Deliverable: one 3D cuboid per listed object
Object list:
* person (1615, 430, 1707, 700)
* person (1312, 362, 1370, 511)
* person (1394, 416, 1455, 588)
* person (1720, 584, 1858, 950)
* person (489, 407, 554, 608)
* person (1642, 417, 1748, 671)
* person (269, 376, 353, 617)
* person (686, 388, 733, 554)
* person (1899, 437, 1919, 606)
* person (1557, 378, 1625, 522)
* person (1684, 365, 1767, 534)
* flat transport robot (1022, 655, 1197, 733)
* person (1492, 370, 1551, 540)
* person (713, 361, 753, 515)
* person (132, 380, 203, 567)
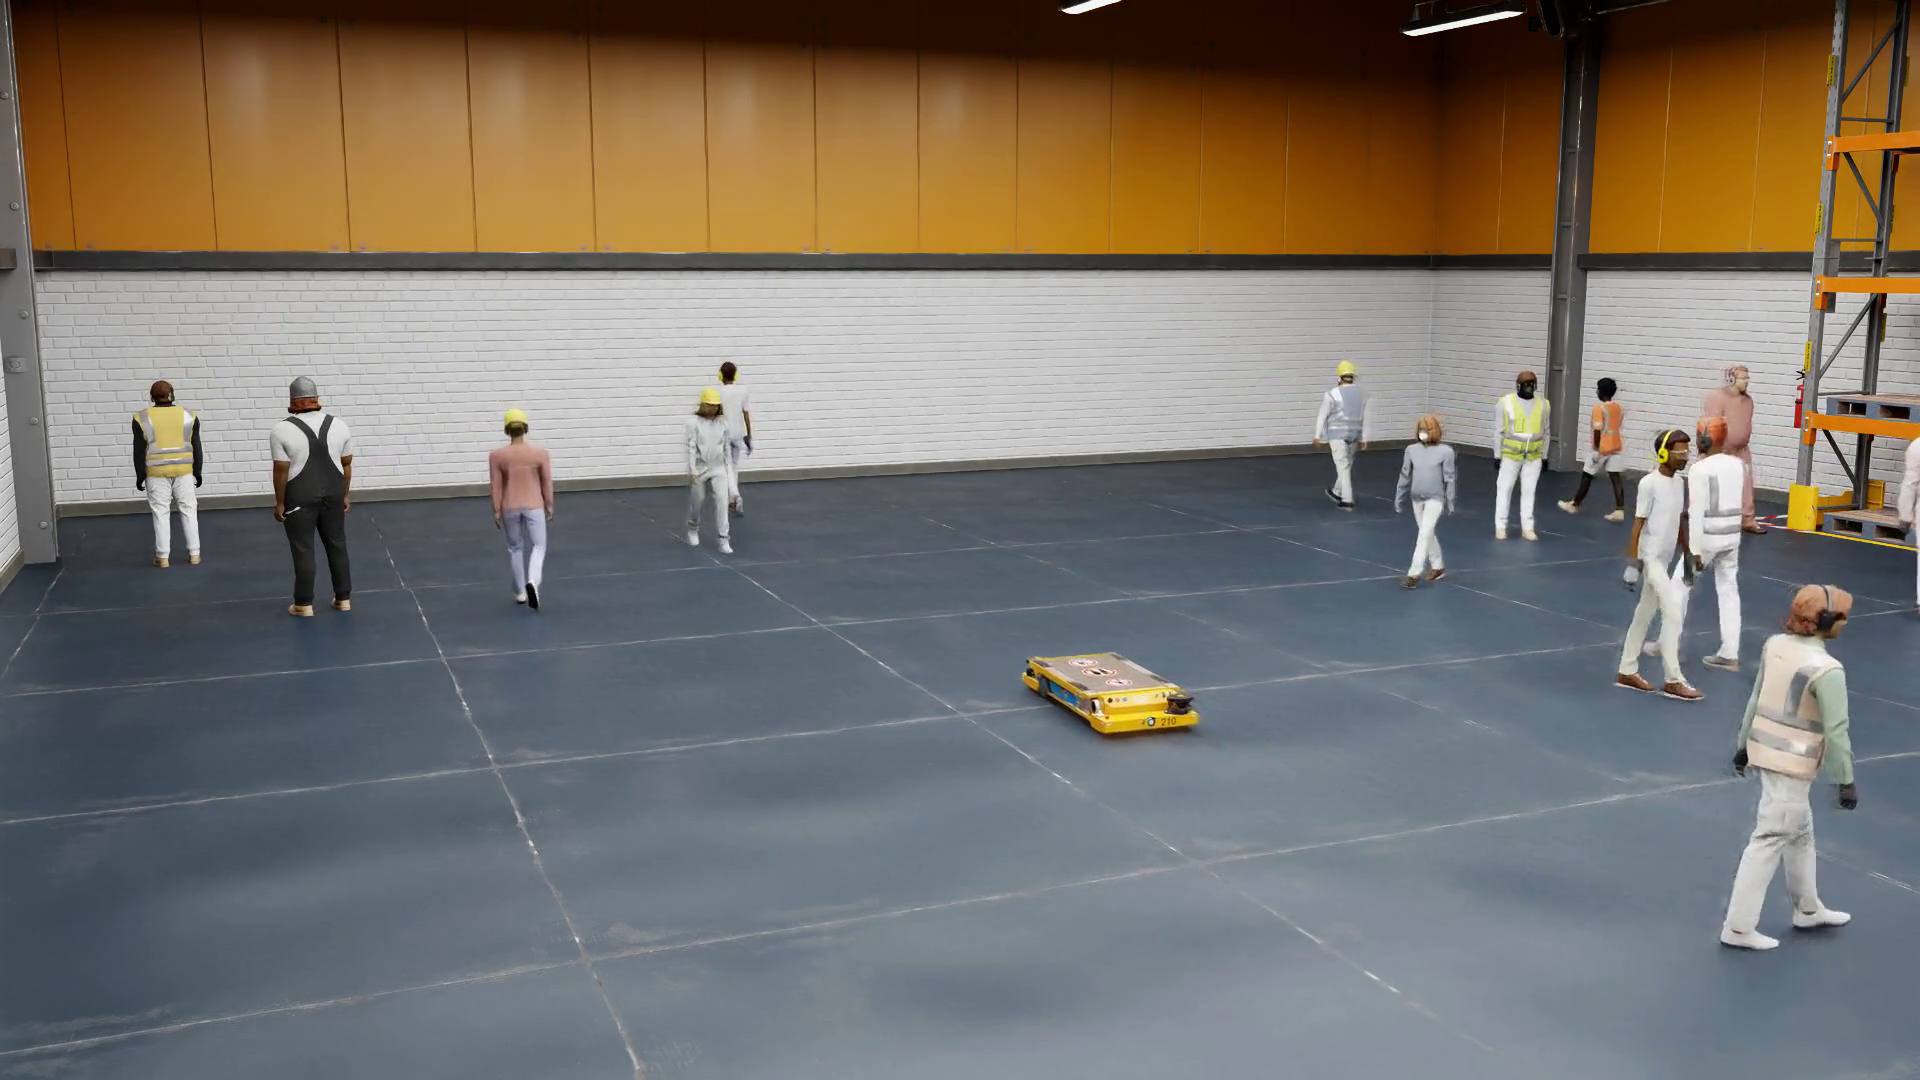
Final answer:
[{"bbox_3d":[4.898,0.173,11.383,0.562,1.841,0.796,-9,13,-43],"label":"person"},{"bbox_3d":[4.657,-1.283,20.391,0.613,1.780,0.931,-3,10,-18],"label":"person"},{"bbox_3d":[4.313,-0.365,15.429,0.872,1.583,0.521,-9,13,-43],"label":"person"},{"bbox_3d":[3.664,0.982,7.184,0.764,1.602,0.552,0,9,-3],"label":"person"},{"bbox_3d":[-3.789,-0.274,14.366,0.532,1.747,0.675,-1,9,-8],"label":"person"},{"bbox_3d":[5.499,0.013,12.340,0.599,1.855,0.830,-4,10,-23],"label":"person"},{"bbox_3d":[-5.535,-0.380,14.144,0.684,2.000,0.536,-9,13,-43],"label":"person"},{"bbox_3d":[-2.633,-0.742,17.348,0.484,1.705,0.862,-4,10,-24],"label":"person"},{"bbox_3d":[8.134,-0.242,13.785,0.656,1.879,0.668,2,10,10],"label":"person"},{"bbox_3d":[7.455,-1.060,19.414,0.553,1.648,0.858,-6,11,-32],"label":"person"},{"bbox_3d":[8.600,-1.030,18.652,0.642,1.863,0.991,-3,10,-18],"label":"person"},{"bbox_3d":[0.975,0.996,11.158,0.652,0.197,1.431,-3,10,-19],"label":"flat transport robot"},{"bbox_3d":[6.081,-0.920,18.027,0.628,1.843,0.428,0,9,1],"label":"person"},{"bbox_3d":[-2.742,-1.223,19.909,0.519,1.826,0.914,-4,10,-22],"label":"person"},{"bbox_3d":[-7.813,-0.654,16.420,0.634,1.837,0.429,-7,12,-36],"label":"person"}]
